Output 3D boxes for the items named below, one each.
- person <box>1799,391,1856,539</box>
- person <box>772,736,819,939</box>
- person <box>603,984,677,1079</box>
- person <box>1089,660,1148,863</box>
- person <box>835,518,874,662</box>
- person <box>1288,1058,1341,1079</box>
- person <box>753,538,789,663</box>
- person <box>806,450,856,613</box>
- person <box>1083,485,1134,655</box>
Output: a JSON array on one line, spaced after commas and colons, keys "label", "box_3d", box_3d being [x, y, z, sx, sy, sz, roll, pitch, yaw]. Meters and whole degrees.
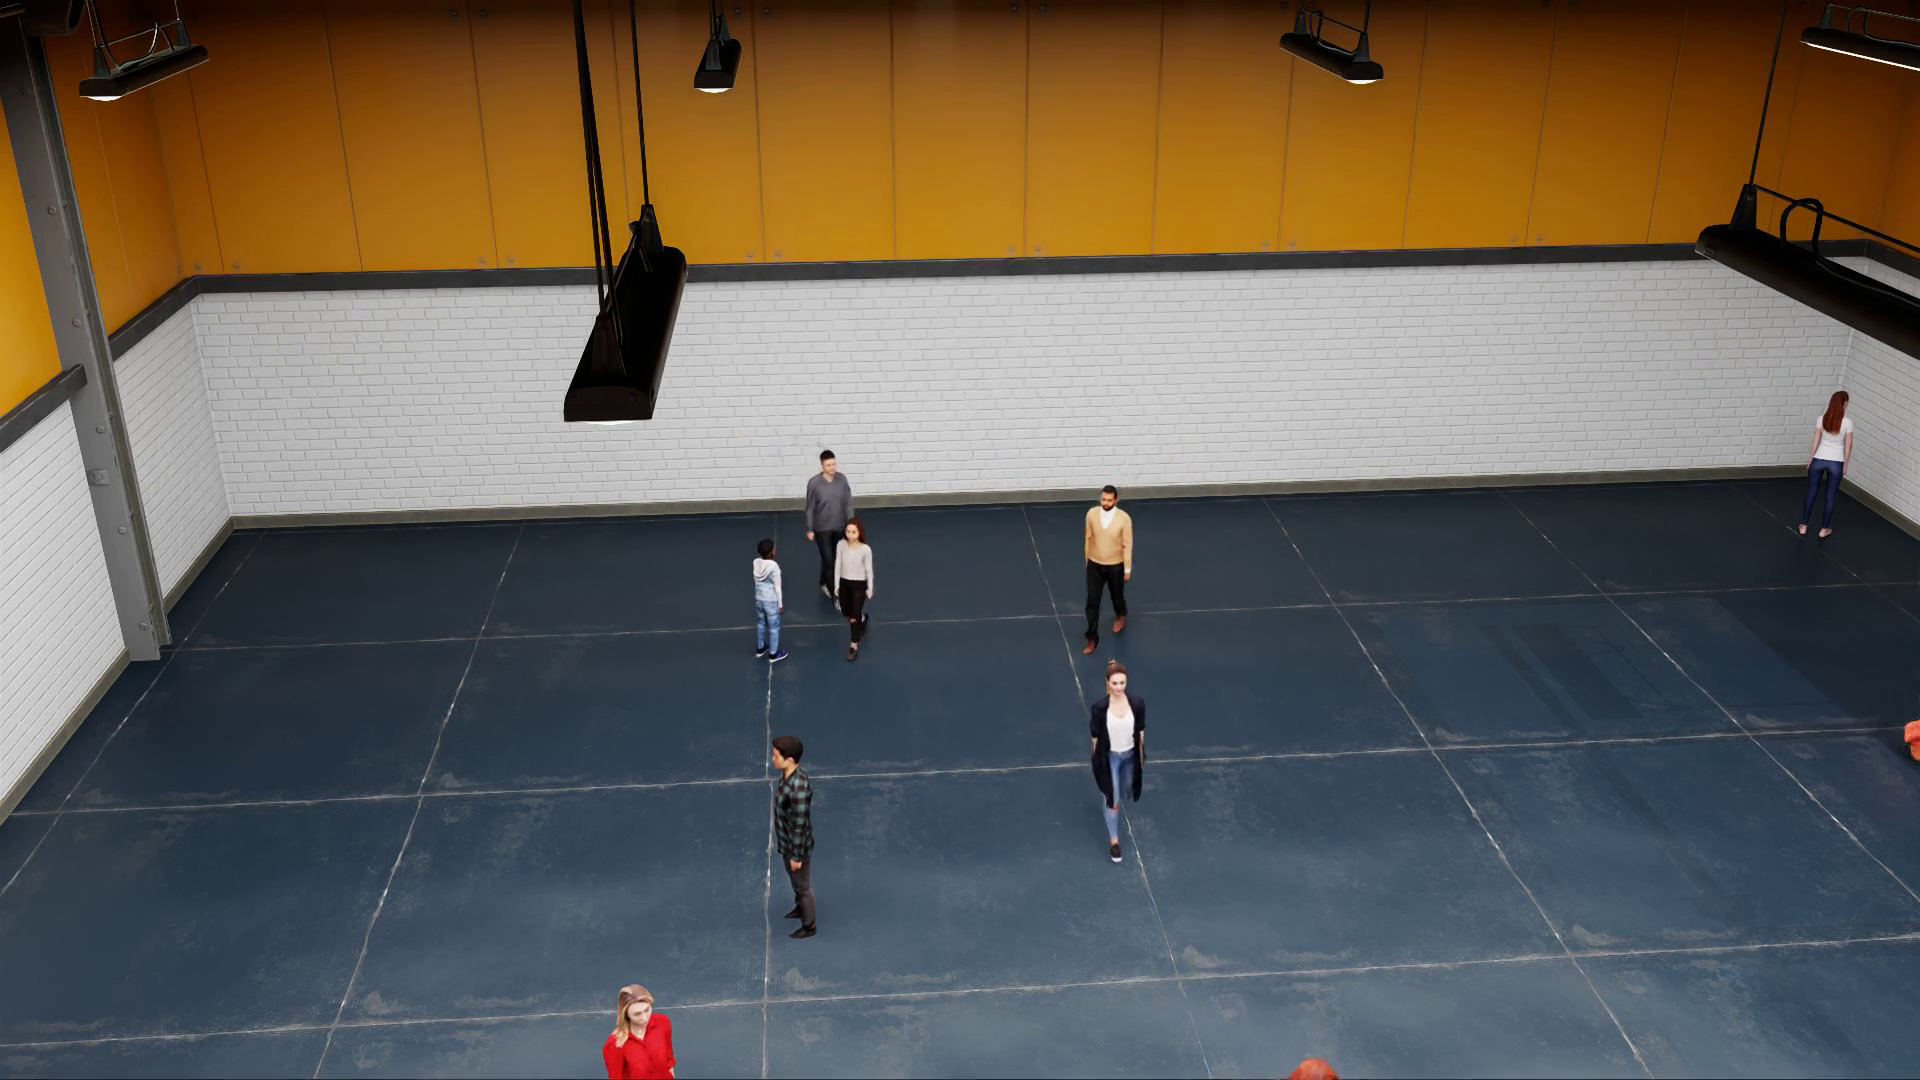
[{"label": "person", "box_3d": [10.040, -0.881, 19.252, 0.654, 1.742, 0.696, 15, 28, 30]}, {"label": "person", "box_3d": [-1.230, 2.207, 12.373, 0.755, 1.707, 0.555, -7, 25, -15]}, {"label": "person", "box_3d": [-1.851, 3.297, 9.742, 0.681, 1.704, 0.711, -21, 31, -39]}, {"label": "person", "box_3d": [1.255, 1.719, 13.399, 0.644, 1.665, 0.962, -3, 24, -6]}, {"label": "person", "box_3d": [-1.043, 0.439, 16.575, 0.757, 1.468, 0.944, 8, 25, 17]}, {"label": "person", "box_3d": [1.855, 3.491, 9.211, 0.754, 1.774, 1.175, -6, 24, -14]}, {"label": "person", "box_3d": [-1.911, 0.583, 16.511, 0.564, 1.255, 0.622, 18, 29, 35]}, {"label": "person", "box_3d": [-1.415, -0.151, 17.605, 0.952, 1.723, 1.147, -16, 28, -32]}, {"label": "person", "box_3d": [1.510, 0.231, 16.724, 0.992, 1.730, 1.253, 8, 25, 18]}]
